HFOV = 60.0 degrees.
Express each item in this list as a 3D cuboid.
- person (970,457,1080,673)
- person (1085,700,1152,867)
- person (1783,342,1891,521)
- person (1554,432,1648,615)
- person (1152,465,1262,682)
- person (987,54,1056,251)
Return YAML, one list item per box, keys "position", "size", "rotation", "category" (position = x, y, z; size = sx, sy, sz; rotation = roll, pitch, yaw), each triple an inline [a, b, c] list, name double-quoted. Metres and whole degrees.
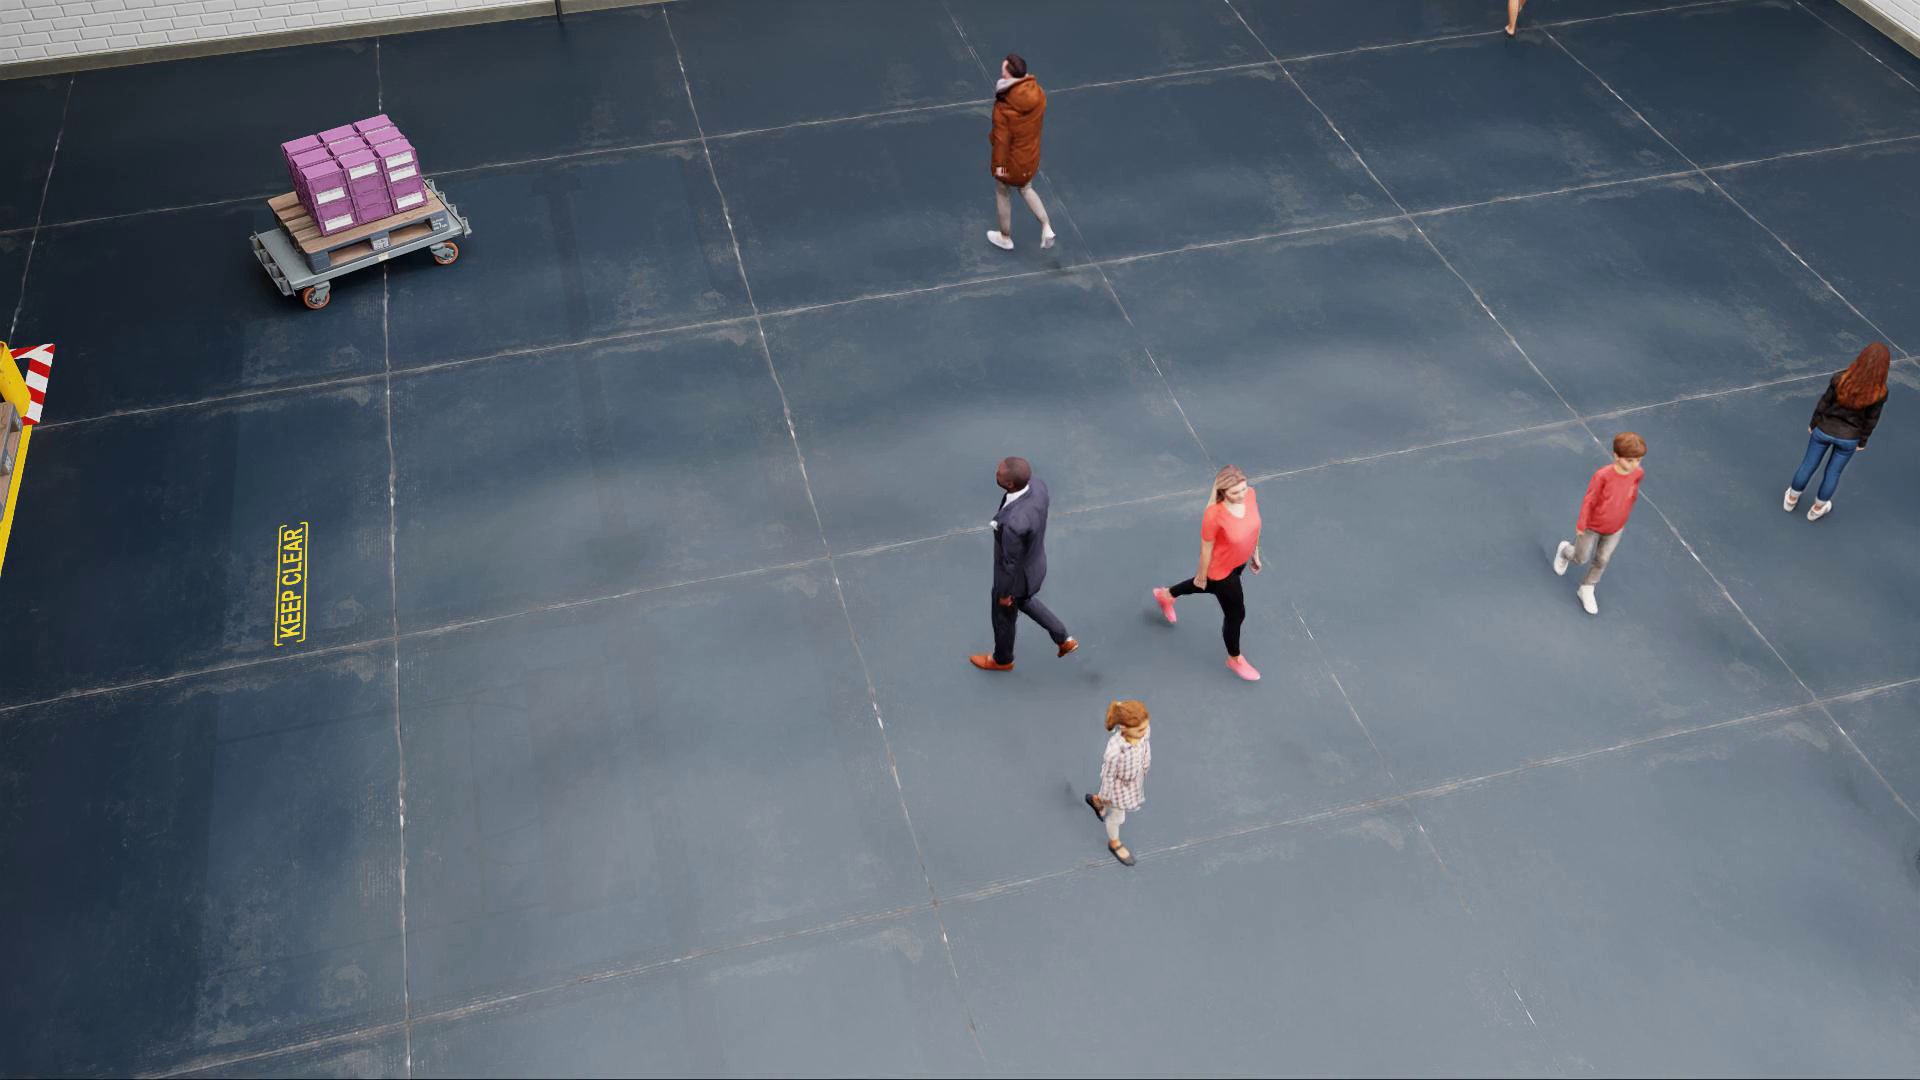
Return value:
- position: [0.442, 0.212, 10.425]
  size: [1.051, 1.806, 1.032]
  rotation: [14, 45, 14]
  category: "person"
- position: [0.897, 1.336, 9.613]
  size: [0.702, 1.297, 0.801]
  rotation: [-30, 51, -28]
  category: "person"
- position: [6.172, -0.766, 11.686]
  size: [0.624, 1.481, 0.685]
  rotation: [22, 48, 22]
  category: "person"
- position: [4.274, -0.175, 11.117]
  size: [0.585, 1.410, 0.771]
  rotation: [-5, 44, -5]
  category: "person"
- position: [1.615, 0.124, 10.625]
  size: [1.214, 1.655, 1.028]
  rotation: [29, 51, 27]
  category: "person"
- position: [0.536, -3.197, 13.992]
  size: [0.918, 1.820, 1.054]
  rotation: [-30, 51, -27]
  category: "person"
